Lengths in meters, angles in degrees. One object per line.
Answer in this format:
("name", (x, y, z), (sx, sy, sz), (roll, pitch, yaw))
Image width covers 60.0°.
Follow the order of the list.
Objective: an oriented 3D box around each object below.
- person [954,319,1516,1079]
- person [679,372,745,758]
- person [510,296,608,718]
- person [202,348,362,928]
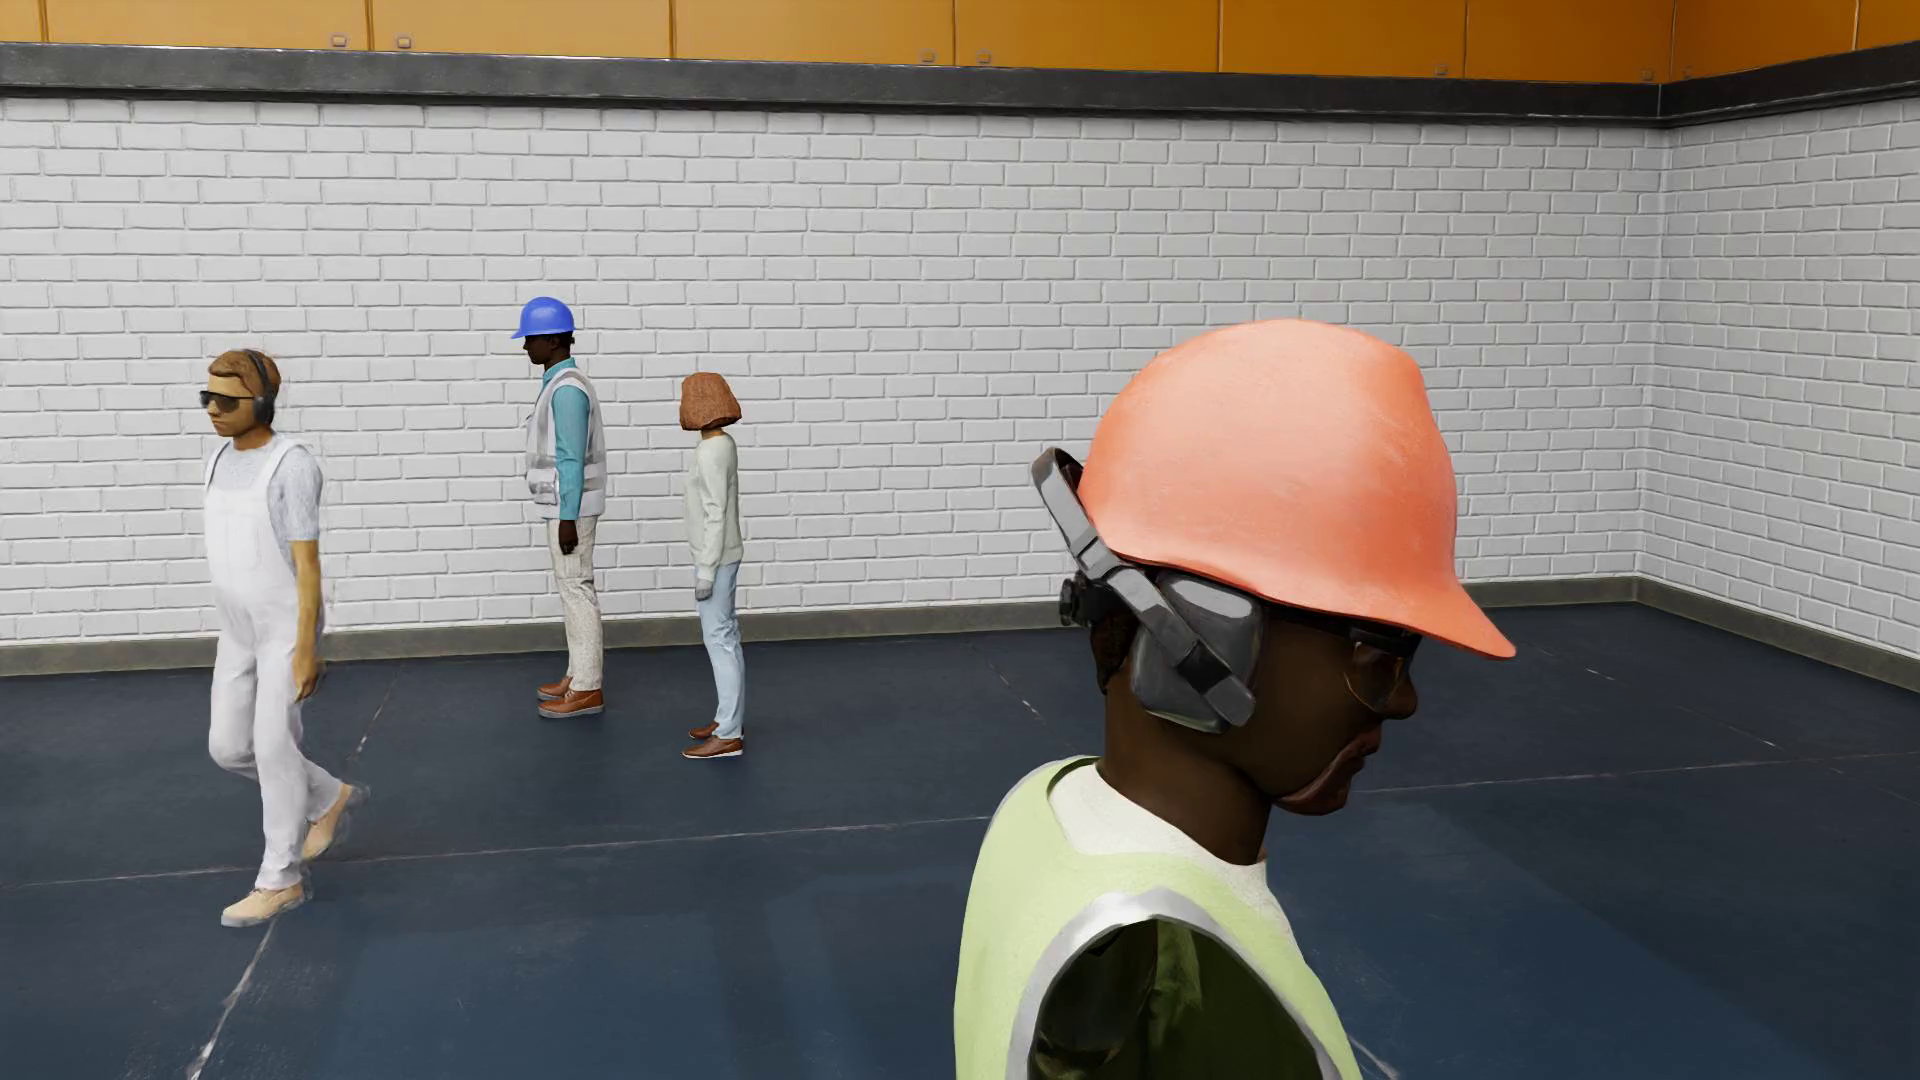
("person", (0.181, 0.855, 1.285), (0.392, 2.034, 0.605), (-1, 9, -5))
("person", (-1.053, 0.105, 7.076), (0.275, 1.632, 0.507), (0, 9, -3))
("person", (-1.849, -0.157, 7.746), (0.412, 1.938, 0.610), (-3, 10, -17))
("person", (-2.184, 0.295, 5.353), (0.515, 1.820, 0.551), (5, 10, 27))
